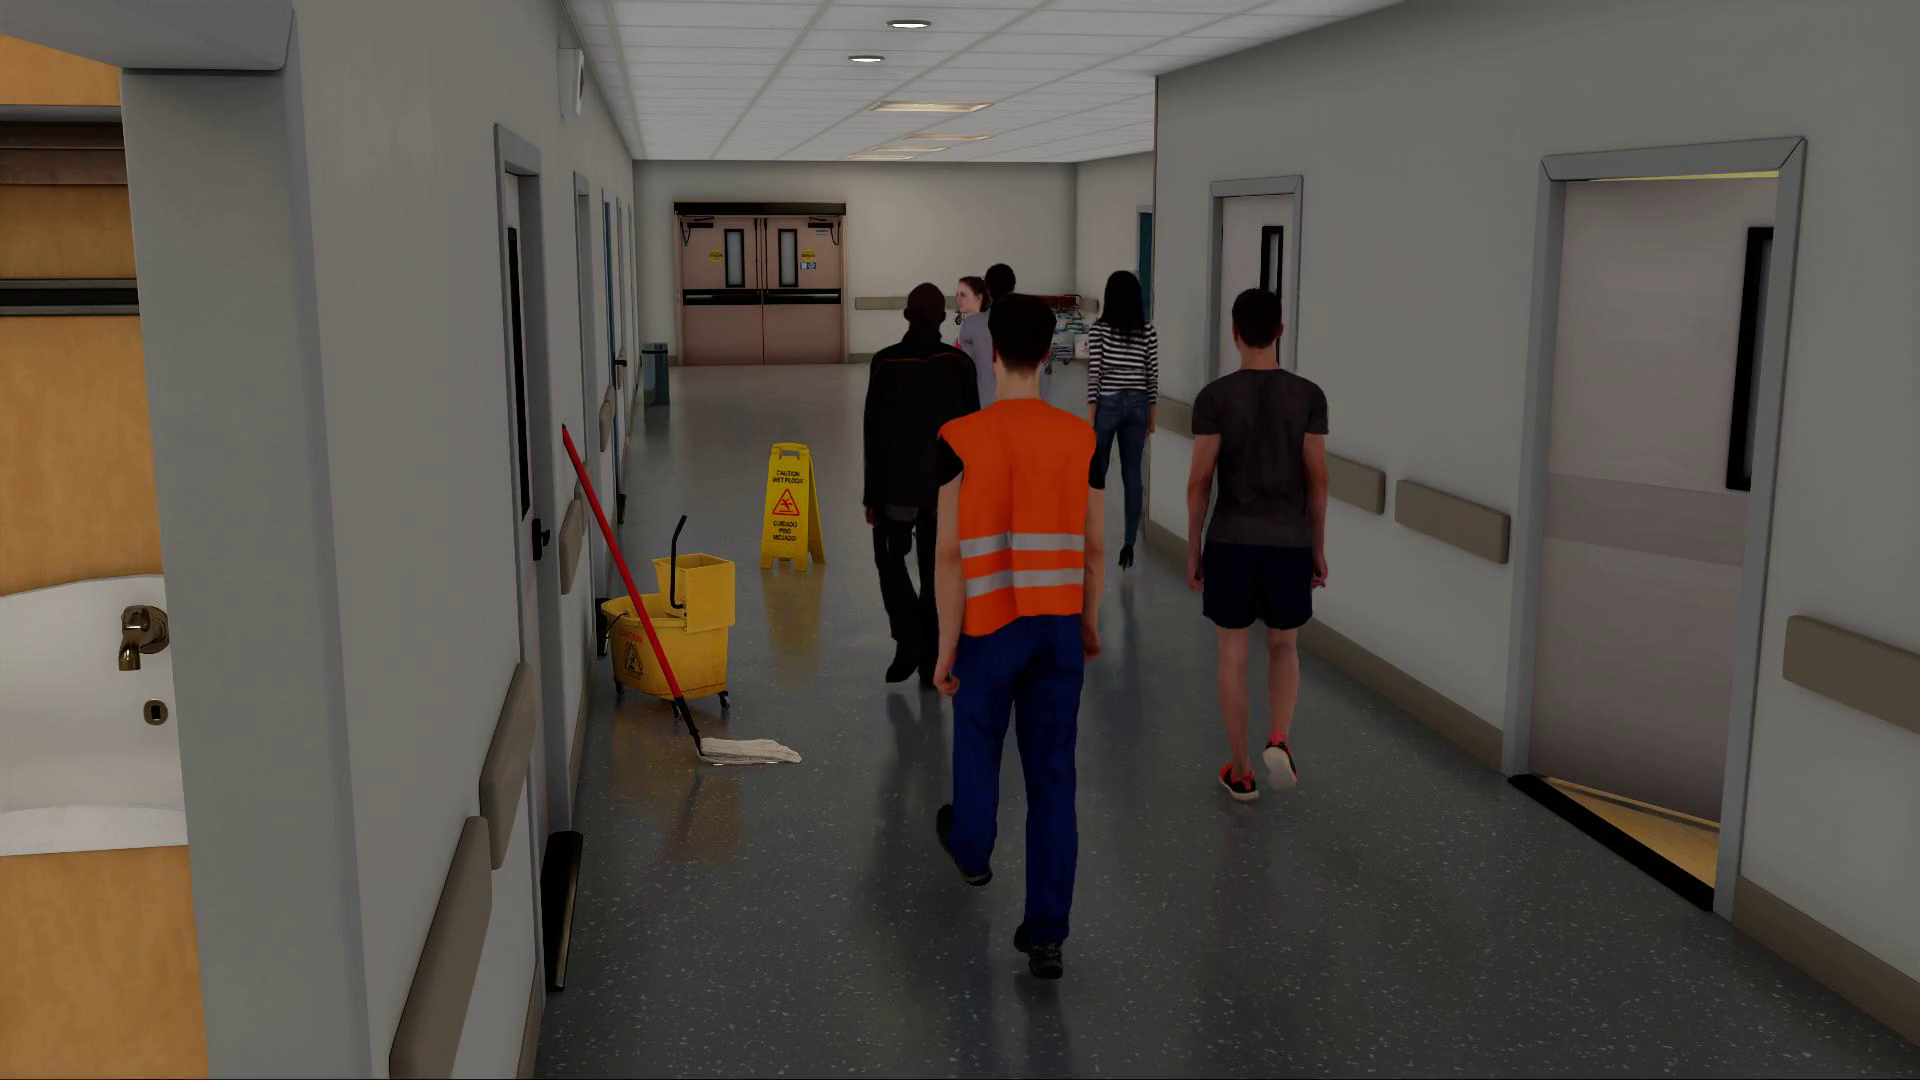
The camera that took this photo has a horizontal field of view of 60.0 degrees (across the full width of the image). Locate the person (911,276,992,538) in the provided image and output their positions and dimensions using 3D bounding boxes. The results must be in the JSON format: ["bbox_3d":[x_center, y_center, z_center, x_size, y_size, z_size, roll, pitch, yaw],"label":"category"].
[{"bbox_3d":[0.181,-0.816,10.785,0.918,1.711,1.086,-7,13,-31],"label":"person"}]

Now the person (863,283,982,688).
[{"bbox_3d":[-0.172,-0.214,7.348,0.721,1.809,0.747,-1,11,-7],"label":"person"}]

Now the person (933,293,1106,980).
[{"bbox_3d":[0.190,0.292,4.594,0.755,1.842,1.187,-3,11,-14],"label":"person"}]

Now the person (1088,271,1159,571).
[{"bbox_3d":[0.982,-0.668,9.901,0.634,1.735,1.123,-2,11,-9],"label":"person"}]

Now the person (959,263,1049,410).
[{"bbox_3d":[0.251,-0.694,9.856,0.722,1.818,1.019,-1,11,-5],"label":"person"}]

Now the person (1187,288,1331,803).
[{"bbox_3d":[1.060,0.056,5.840,0.733,1.842,0.827,0,11,0],"label":"person"}]
